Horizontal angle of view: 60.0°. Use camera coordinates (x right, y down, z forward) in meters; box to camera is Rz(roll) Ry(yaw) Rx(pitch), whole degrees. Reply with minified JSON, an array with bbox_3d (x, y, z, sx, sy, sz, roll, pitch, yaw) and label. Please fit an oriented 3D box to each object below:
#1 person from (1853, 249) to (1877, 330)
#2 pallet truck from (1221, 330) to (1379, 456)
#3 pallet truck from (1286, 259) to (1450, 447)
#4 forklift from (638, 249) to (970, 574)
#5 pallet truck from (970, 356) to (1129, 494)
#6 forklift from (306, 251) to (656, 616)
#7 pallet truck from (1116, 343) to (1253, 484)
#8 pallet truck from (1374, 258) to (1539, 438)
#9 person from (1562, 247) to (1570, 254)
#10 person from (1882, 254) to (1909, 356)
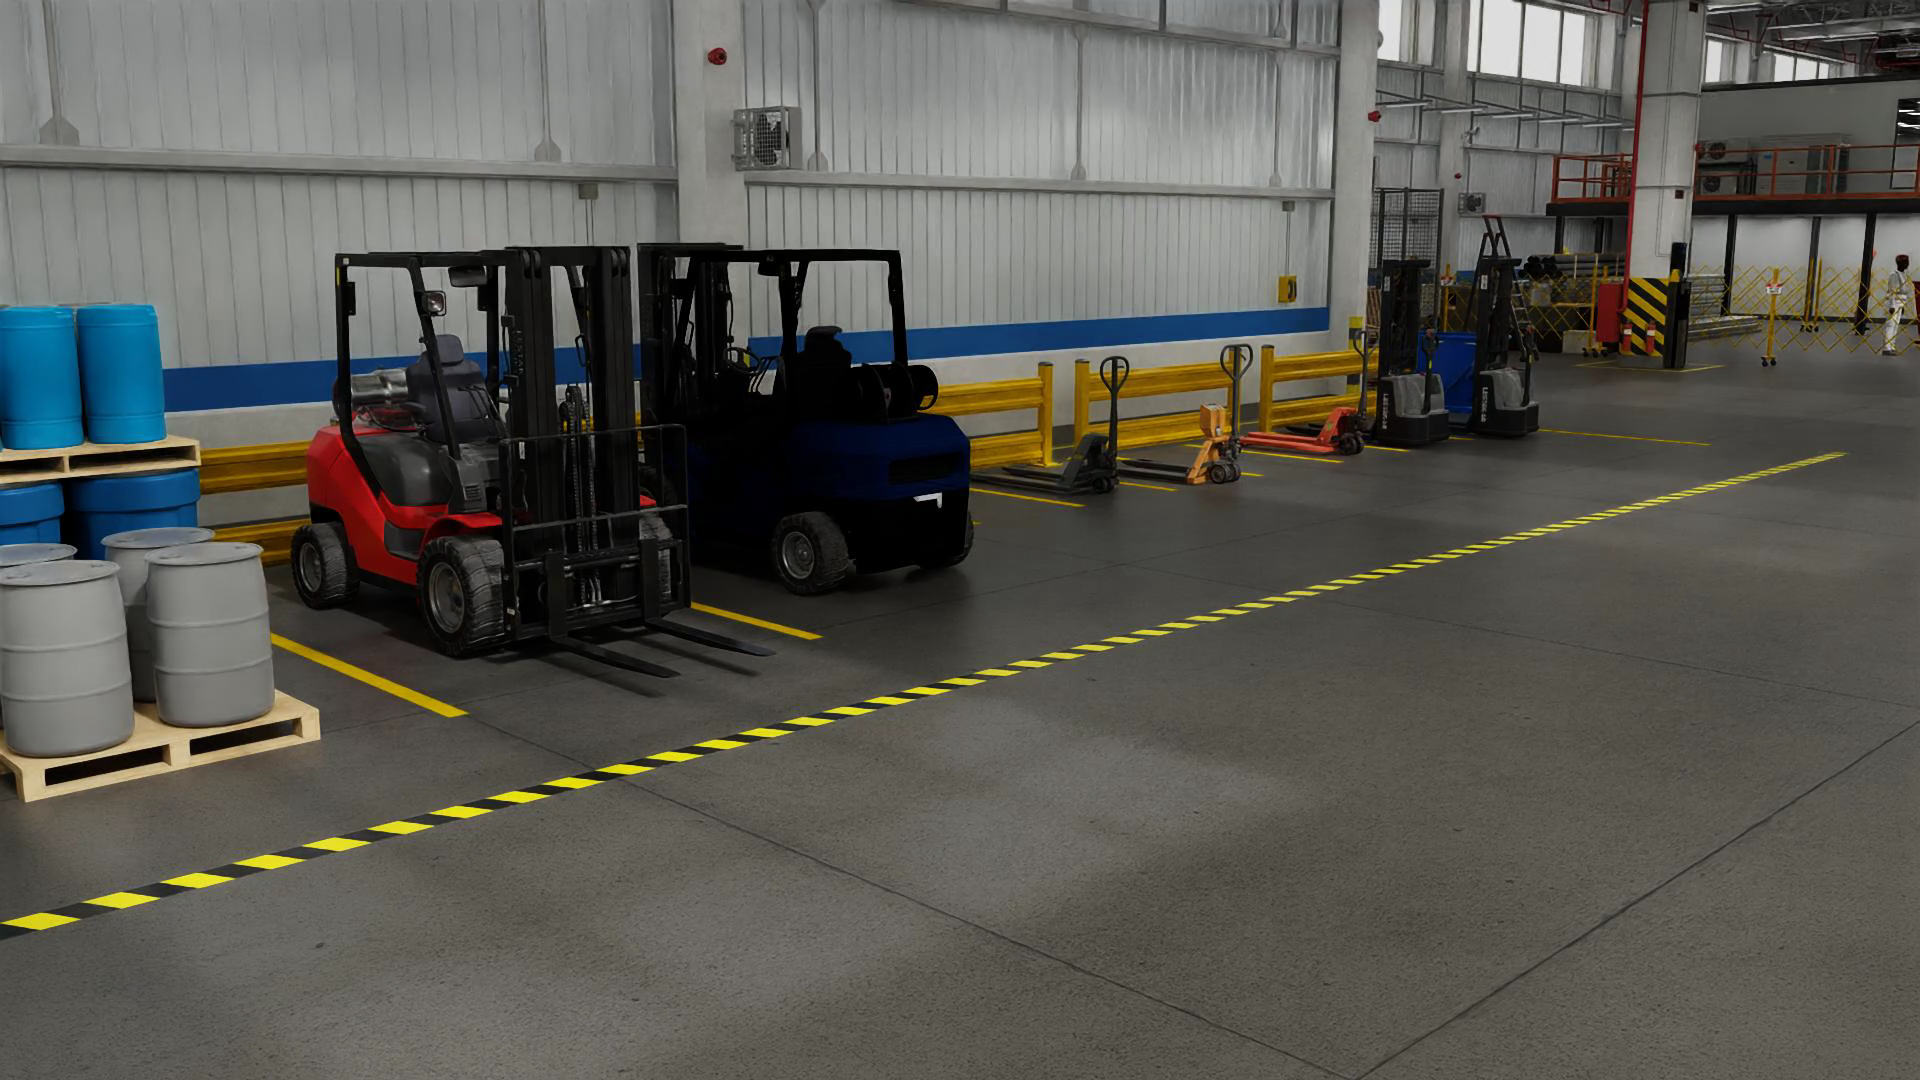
[{"bbox_3d":[21.400,-5.914,39.300,0.542,1.928,0.374,-10,14,-43],"label":"person"},{"bbox_3d":[3.563,-1.581,17.381,0.653,1.274,1.630,-10,14,-44],"label":"pallet truck"},{"bbox_3d":[4.493,-2.078,18.196,0.823,1.965,1.885,-9,14,-40],"label":"pallet truck"},{"bbox_3d":[-1.173,-0.958,11.239,2.680,1.987,1.157,10,14,43],"label":"forklift"},{"bbox_3d":[0.784,-1.085,14.876,0.680,1.201,1.601,-10,14,-44],"label":"pallet truck"},{"bbox_3d":[-2.833,-0.669,9.694,1.157,1.987,2.680,-10,14,-44],"label":"forklift"},{"bbox_3d":[1.962,-1.215,15.415,1.522,1.261,0.704,10,14,43],"label":"pallet truck"},{"bbox_3d":[5.704,-2.208,18.901,1.885,1.965,0.823,10,14,43],"label":"pallet truck"},{"bbox_3d":[15.570,-6.610,43.095,0.584,1.928,0.372,-10,14,-43],"label":"person"},{"bbox_3d":[17.458,-4.370,31.004,0.572,1.883,0.353,-10,14,-43],"label":"person"}]
